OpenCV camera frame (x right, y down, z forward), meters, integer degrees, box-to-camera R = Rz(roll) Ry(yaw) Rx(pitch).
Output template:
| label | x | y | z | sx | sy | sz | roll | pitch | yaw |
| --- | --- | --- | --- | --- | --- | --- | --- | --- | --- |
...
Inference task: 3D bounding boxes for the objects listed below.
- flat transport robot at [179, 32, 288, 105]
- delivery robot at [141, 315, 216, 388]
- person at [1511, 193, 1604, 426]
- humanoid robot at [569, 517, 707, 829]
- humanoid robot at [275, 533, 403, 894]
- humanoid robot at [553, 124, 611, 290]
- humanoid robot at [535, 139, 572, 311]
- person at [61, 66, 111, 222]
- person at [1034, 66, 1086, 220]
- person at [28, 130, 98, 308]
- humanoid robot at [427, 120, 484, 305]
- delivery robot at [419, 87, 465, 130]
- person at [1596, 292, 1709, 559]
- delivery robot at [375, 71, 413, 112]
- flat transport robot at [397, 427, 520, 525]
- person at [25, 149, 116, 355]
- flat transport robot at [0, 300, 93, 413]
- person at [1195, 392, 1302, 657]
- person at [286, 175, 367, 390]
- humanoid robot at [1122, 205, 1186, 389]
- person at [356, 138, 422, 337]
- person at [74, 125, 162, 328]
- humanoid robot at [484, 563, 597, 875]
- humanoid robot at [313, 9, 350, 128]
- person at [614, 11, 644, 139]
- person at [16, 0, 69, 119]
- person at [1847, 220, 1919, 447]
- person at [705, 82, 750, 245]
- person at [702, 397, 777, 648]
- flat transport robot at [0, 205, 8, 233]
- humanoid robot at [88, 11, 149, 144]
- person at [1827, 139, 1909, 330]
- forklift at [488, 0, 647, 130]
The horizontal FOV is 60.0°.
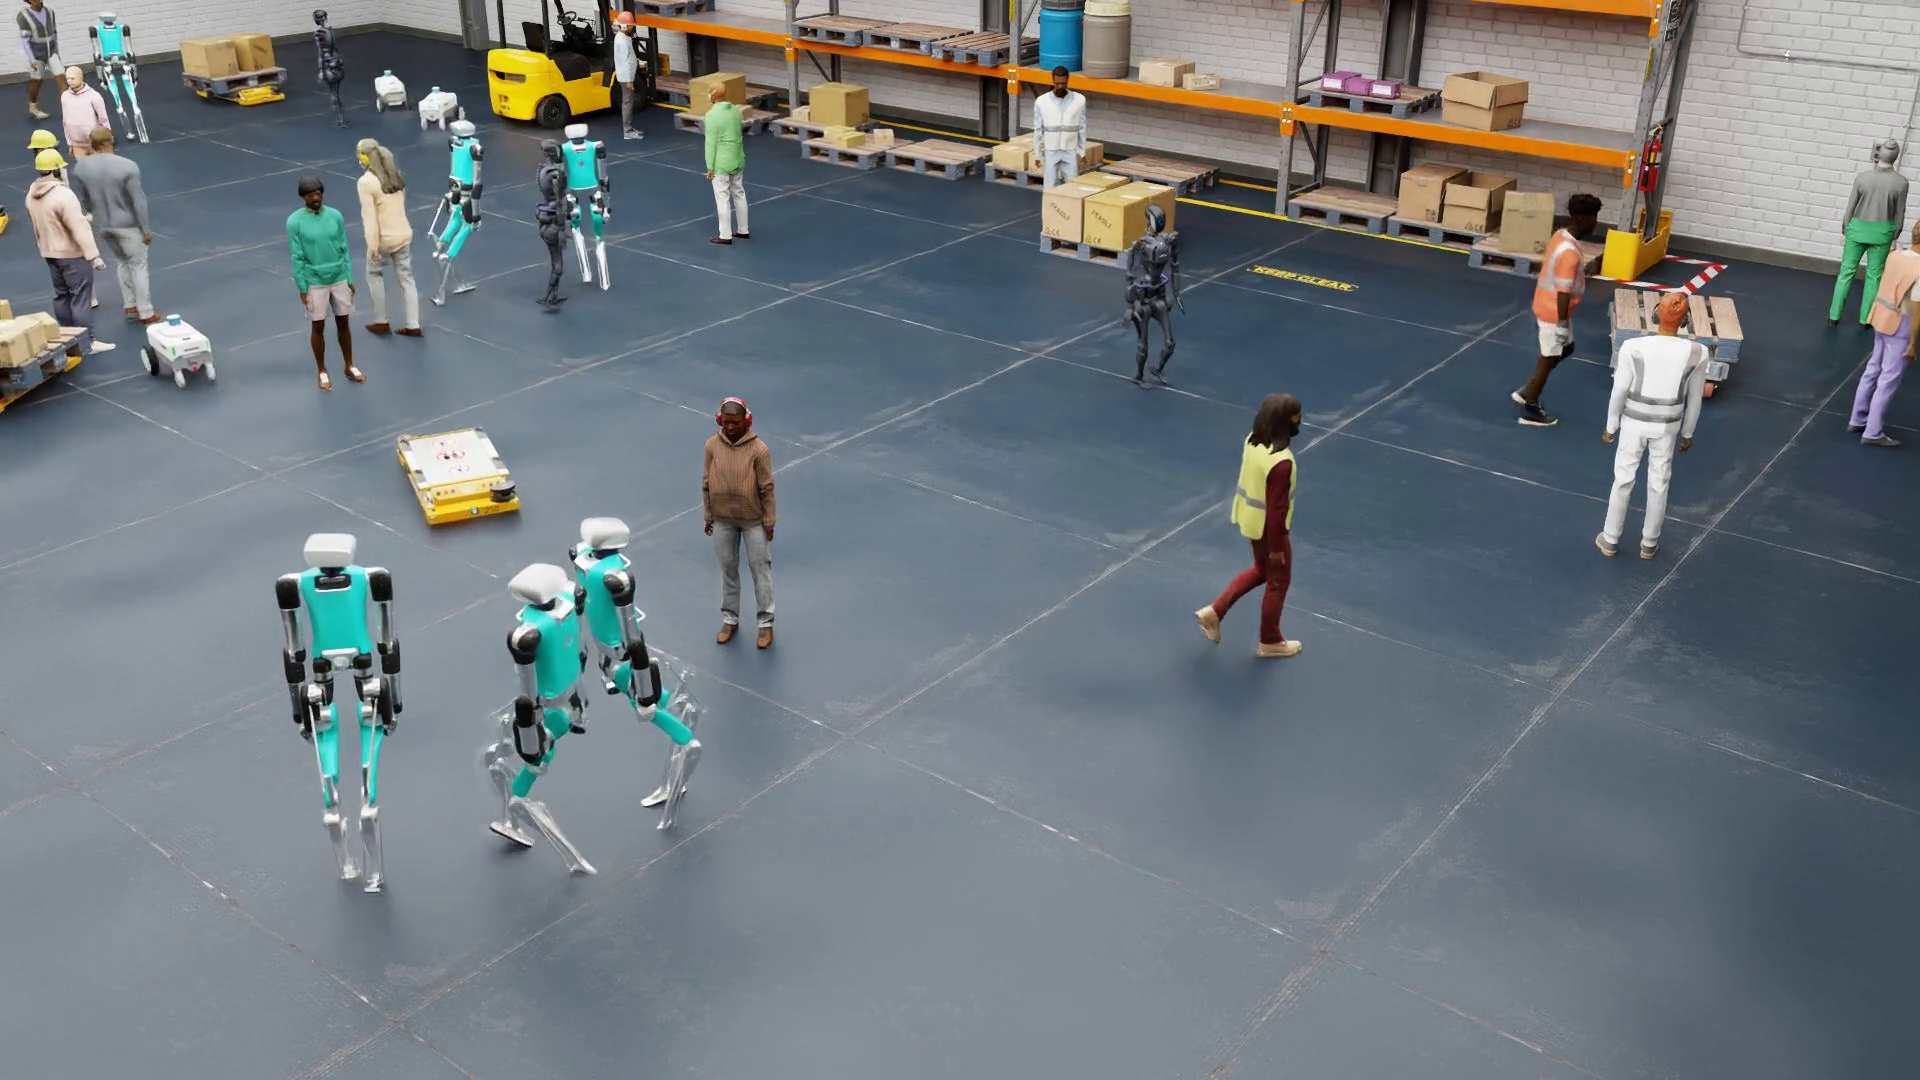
| label | x | y | z | sx | sy | sz | roll | pitch | yaw |
| --- | --- | --- | --- | --- | --- | --- | --- | --- | --- |
| flat transport robot | -11.366 | -7.070 | 26.211 | 1.431 | 0.231 | 0.659 | 18 | 31 | 33 |
| delivery robot | -6.940 | -1.701 | 14.784 | 0.499 | 0.612 | 0.801 | -21 | 33 | -36 |
| person | 4.848 | -1.857 | 13.475 | 0.419 | 1.956 | 0.659 | 6 | 26 | 12 |
| humanoid robot | -1.549 | 0.663 | 8.510 | 0.712 | 1.796 | 0.536 | -18 | 31 | -32 |
| humanoid robot | -2.941 | 0.916 | 8.025 | 0.552 | 1.806 | 0.796 | -7 | 27 | -15 |
| humanoid robot | -3.836 | -3.387 | 16.911 | 0.544 | 1.773 | 0.832 | -8 | 27 | -17 |
| humanoid robot | -4.076 | -3.118 | 16.416 | 0.463 | 1.647 | 0.612 | -10 | 28 | -20 |
| person | -10.121 | -4.606 | 19.367 | 0.523 | 1.783 | 0.401 | 0 | 26 | 0 |
| person | 1.124 | -4.387 | 18.777 | 0.600 | 1.904 | 0.394 | -3 | 26 | -6 |
| person | -8.818 | -3.142 | 16.356 | 0.310 | 1.768 | 0.522 | -12 | 28 | -24 |
| humanoid robot | -5.125 | -3.199 | 16.600 | 0.840 | 1.868 | 0.548 | -23 | 34 | -39 |
| delivery robot | -7.618 | -6.314 | 24.332 | 0.499 | 0.606 | 0.809 | 2 | 26 | 4 |
| person | 4.688 | -0.765 | 11.299 | 0.582 | 1.882 | 0.347 | 6 | 26 | 12 |
| delivery robot | -8.717 | -6.867 | 25.473 | 0.499 | 0.604 | 0.801 | -12 | 28 | -24 |
| flat transport robot | -3.833 | -0.514 | 12.634 | 0.659 | 0.231 | 1.431 | -12 | 28 | -23 |
| person | -8.167 | -2.618 | 15.175 | 0.784 | 1.858 | 0.439 | 15 | 30 | 29 |
| flat transport robot | -8.358 | -1.401 | 14.473 | 0.659 | 0.231 | 1.431 | 2 | 26 | 4 |
| person | 1.807 | -0.066 | 10.002 | 0.602 | 1.749 | 0.481 | -5 | 26 | -10 |
| person | -5.502 | -2.237 | 14.388 | 0.505 | 1.847 | 0.379 | -19 | 32 | -34 |
| humanoid robot | 1.644 | -2.080 | 14.264 | 0.601 | 1.637 | 0.369 | -14 | 29 | -27 |
| person | -5.429 | -2.828 | 15.617 | 0.732 | 1.840 | 0.573 | 13 | 29 | 26 |
| person | -8.038 | -2.983 | 15.892 | 0.654 | 1.895 | 0.516 | 2 | 26 | 5 |
| humanoid robot | -2.189 | 0.851 | 8.148 | 0.927 | 1.767 | 0.566 | 14 | 29 | 27 |
| humanoid robot | -9.107 | -6.818 | 24.070 | 0.309 | 1.650 | 0.611 | 3 | 26 | 6 |
| person | -4.670 | -6.547 | 23.435 | 0.352 | 1.742 | 0.572 | -6 | 26 | -12 |
| person | -13.468 | -7.150 | 24.420 | 1.116 | 1.978 | 0.637 | 13 | 29 | 26 |
| person | 7.407 | -1.645 | 13.176 | 0.379 | 1.836 | 0.564 | 0 | 26 | 1 |
| person | -2.611 | -4.194 | 18.531 | 0.388 | 1.776 | 0.539 | 17 | 31 | 31 |
| person | -1.344 | -0.123 | 10.236 | 0.462 | 1.643 | 0.327 | 5 | 26 | 11 |
| flat transport robot | -11.735 | -3.595 | 19.016 | 1.431 | 0.231 | 0.659 | -10 | 27 | -19 |
| humanoid robot | -11.664 | -6.351 | 23.166 | 0.551 | 1.897 | 0.769 | -17 | 30 | -31 |
| person | 8.649 | -2.908 | 15.798 | 0.517 | 1.829 | 0.337 | 15 | 29 | 28 |
| forklift | -5.874 | -7.334 | 24.552 | 1.214 | 2.155 | 2.313 | 19 | 32 | 34 |
